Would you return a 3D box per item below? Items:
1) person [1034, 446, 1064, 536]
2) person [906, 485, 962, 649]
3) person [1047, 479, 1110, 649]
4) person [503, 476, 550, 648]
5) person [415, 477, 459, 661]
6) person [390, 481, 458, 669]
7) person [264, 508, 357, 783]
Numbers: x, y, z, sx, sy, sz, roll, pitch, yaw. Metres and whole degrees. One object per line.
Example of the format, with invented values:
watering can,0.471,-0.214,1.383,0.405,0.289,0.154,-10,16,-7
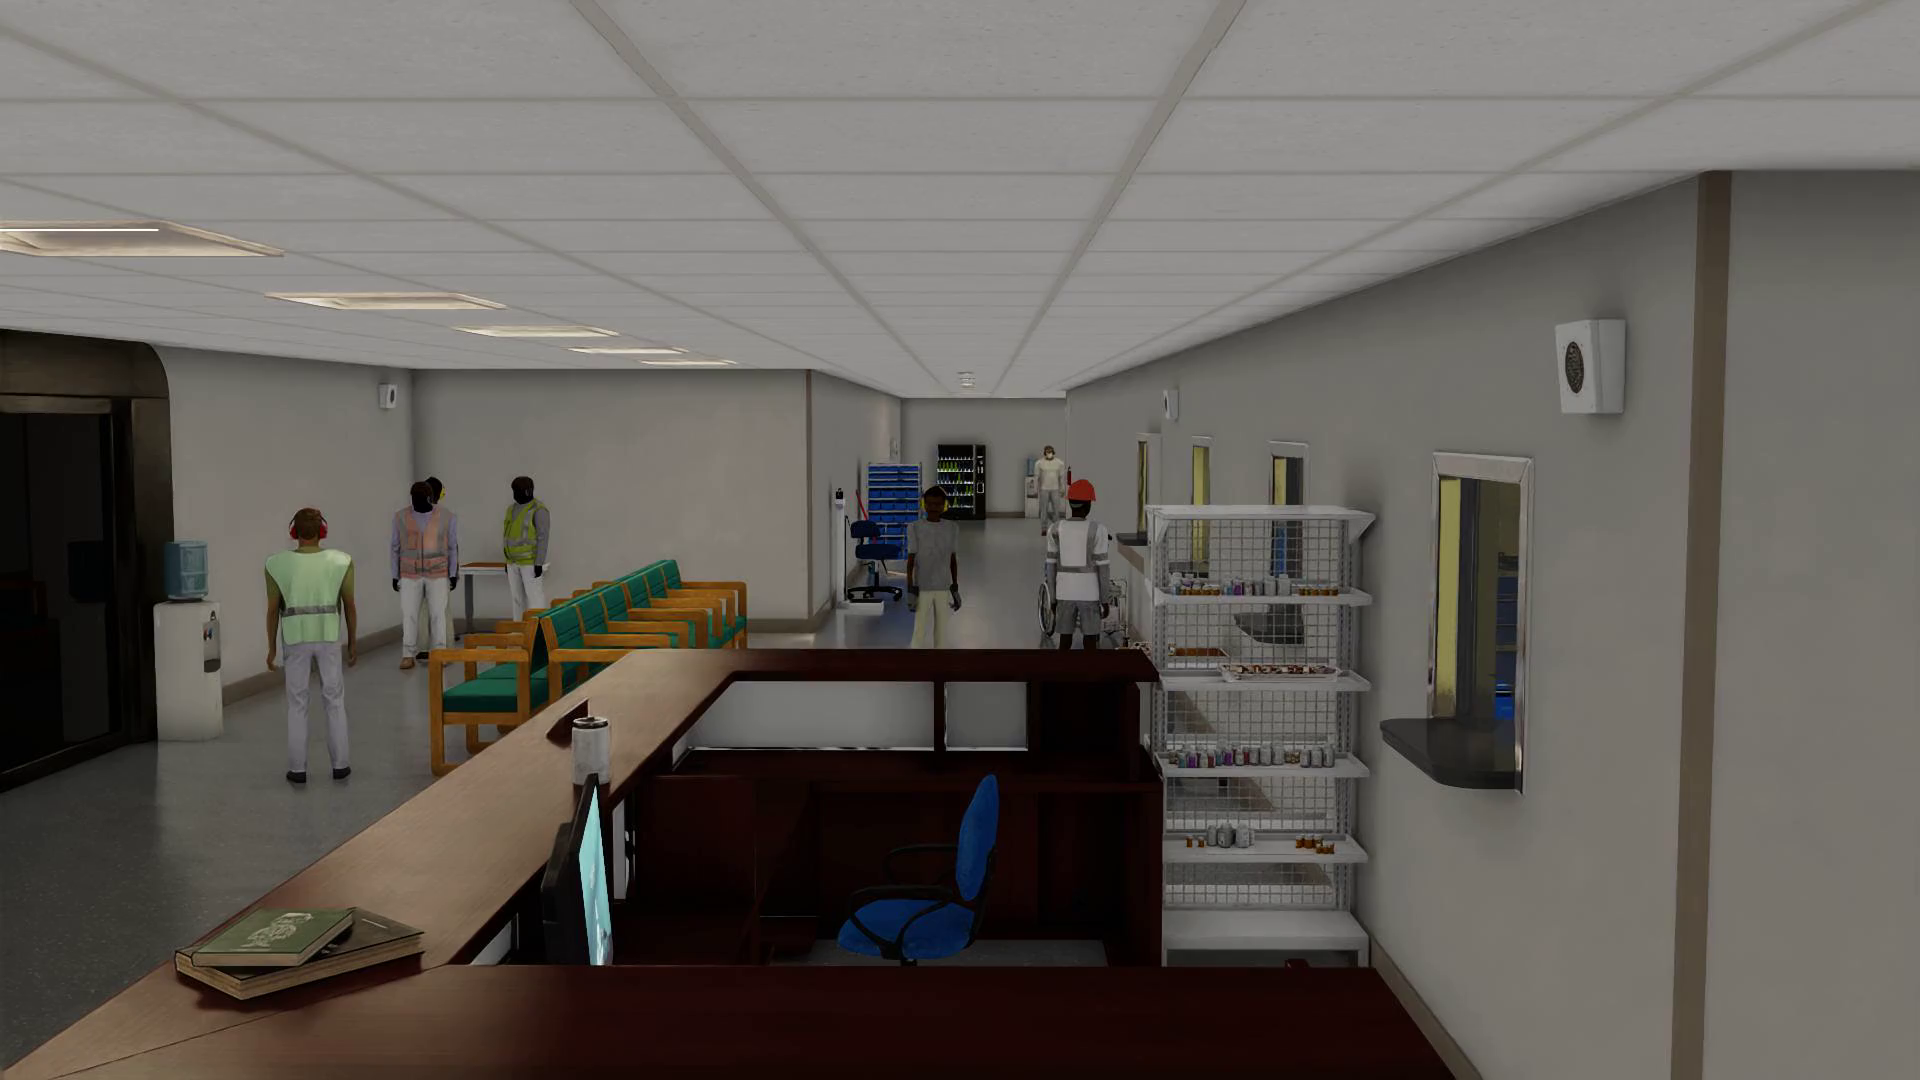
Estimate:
person,1.874,-1.042,35.100,0.644,1.927,0.385,-1,4,-9
person,-0.226,0.453,14.606,0.515,1.859,0.333,-2,4,-24
person,1.005,0.459,13.957,0.551,1.937,0.357,2,4,24
person,-4.671,0.233,17.814,0.626,1.842,0.429,3,5,36
person,-5.342,0.291,16.851,0.517,1.863,0.327,-2,5,-27
person,-5.237,0.344,16.252,0.634,1.839,0.429,-1,4,-14
person,-4.345,0.705,11.156,0.571,1.840,0.374,-2,5,-26
